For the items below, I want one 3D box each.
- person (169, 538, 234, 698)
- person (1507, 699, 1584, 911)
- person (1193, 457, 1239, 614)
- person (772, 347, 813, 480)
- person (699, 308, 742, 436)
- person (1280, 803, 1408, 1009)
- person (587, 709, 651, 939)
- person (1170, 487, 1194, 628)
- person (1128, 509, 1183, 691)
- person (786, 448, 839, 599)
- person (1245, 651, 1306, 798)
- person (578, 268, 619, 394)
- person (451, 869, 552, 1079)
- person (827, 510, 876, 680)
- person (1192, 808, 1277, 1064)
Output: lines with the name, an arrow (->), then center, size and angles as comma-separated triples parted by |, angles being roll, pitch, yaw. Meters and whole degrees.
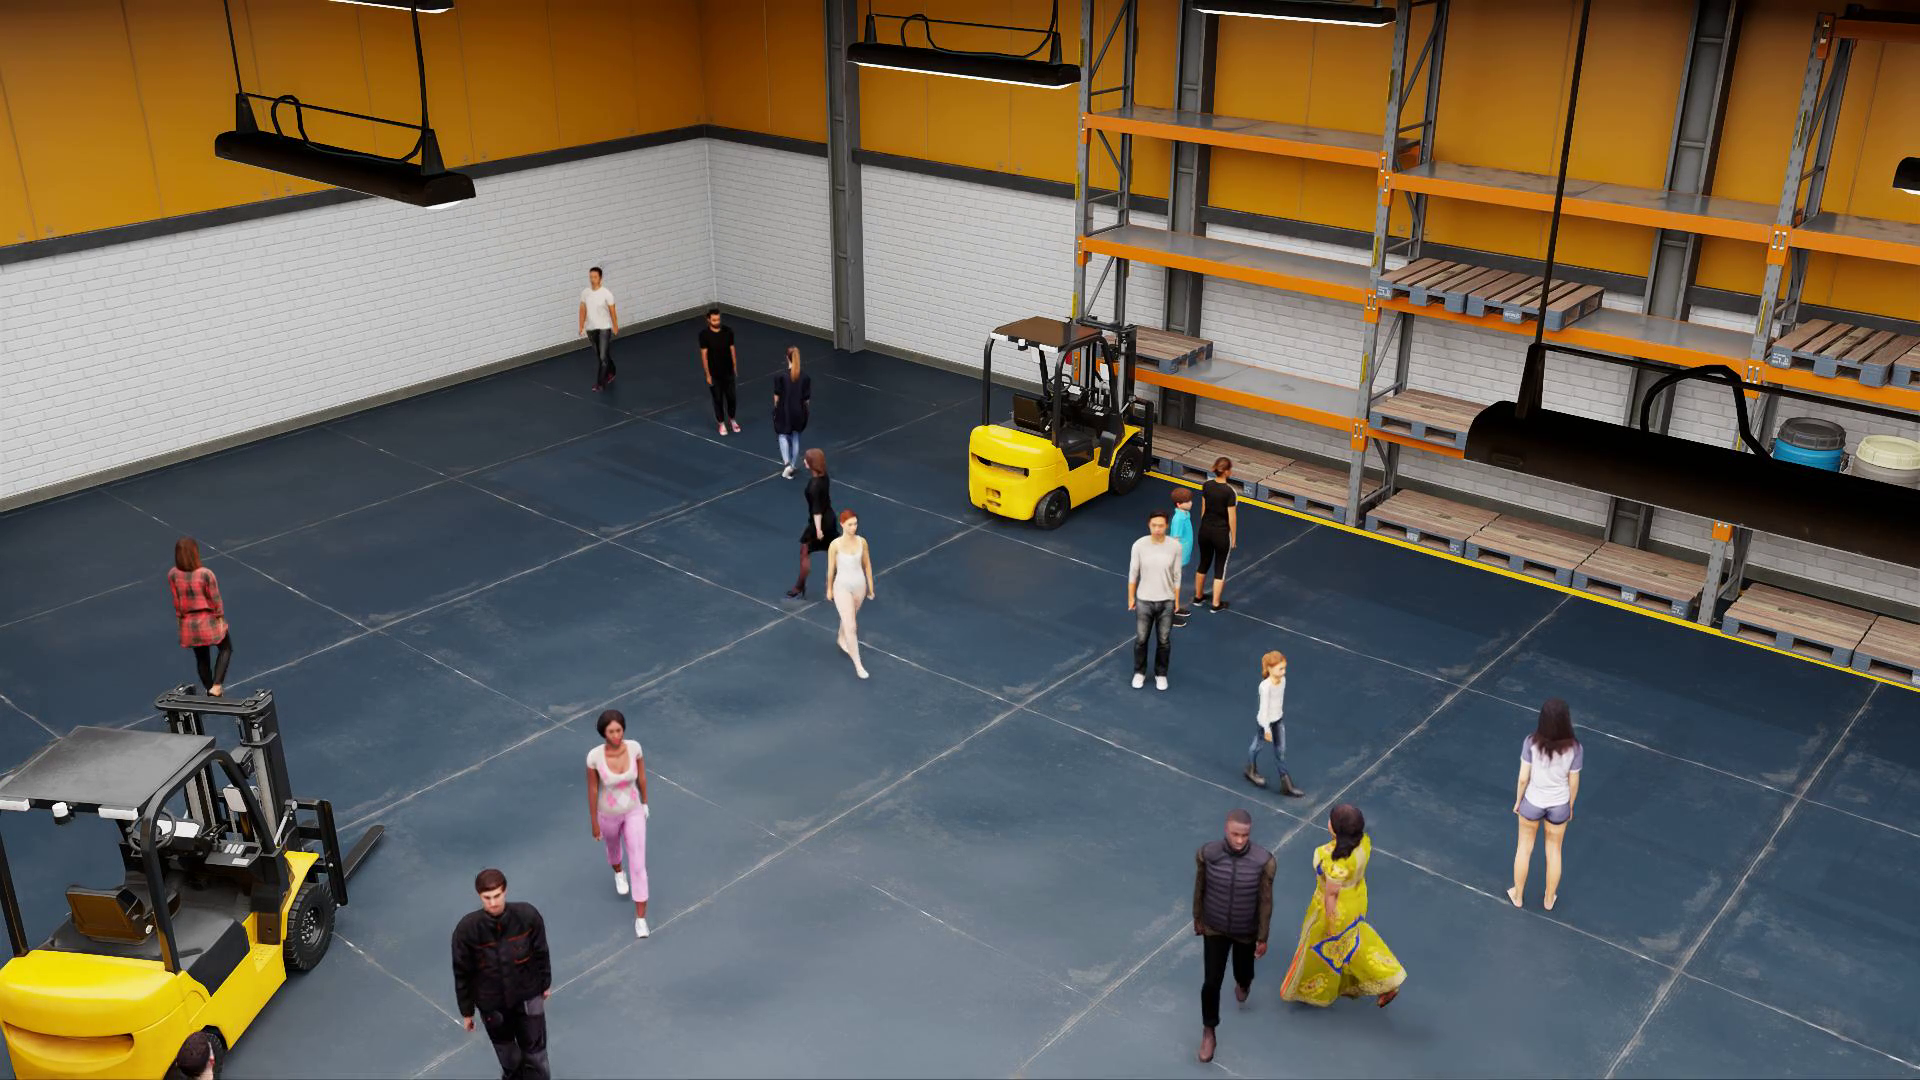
person -> -6.894, 0.797, 15.049 | 0.779, 1.694, 0.840 | 0, 24, -1
person -> 4.340, 1.961, 12.342 | 0.588, 1.731, 0.715 | 6, 24, 13
person -> 2.620, -0.066, 17.059 | 0.667, 1.665, 0.470 | -21, 31, -40
person -> -2.046, -1.507, 20.347 | 0.874, 1.672, 0.937 | -5, 24, -11
person -> -3.191, -2.246, 21.953 | 0.774, 1.740, 0.802 | -10, 25, -21
person -> 2.624, 2.507, 11.205 | 0.979, 1.641, 0.697 | 18, 29, 35
person -> -2.528, 2.010, 12.281 | 0.998, 1.687, 1.254 | -8, 25, -18
person -> 2.209, 0.140, 16.859 | 0.584, 1.448, 0.583 | 8, 25, 18
person -> 1.824, 0.532, 15.510 | 0.671, 1.810, 0.769 | 2, 24, 3
person -> -1.339, -0.138, 17.206 | 0.973, 1.680, 0.816 | 7, 25, 16
person -> 2.535, 1.503, 13.934 | 0.560, 1.294, 0.860 | -19, 30, -37
person -> -5.100, -3.022, 23.703 | 1.188, 1.760, 1.030 | 6, 24, 14
person -> -2.819, 2.779, 10.361 | 0.951, 1.818, 1.020 | -7, 25, -15
person -> -1.090, 0.461, 15.943 | 0.827, 1.594, 1.137 | -13, 27, -26
person -> 1.820, 2.516, 10.969 | 1.121, 1.812, 1.016 | 8, 25, 17
